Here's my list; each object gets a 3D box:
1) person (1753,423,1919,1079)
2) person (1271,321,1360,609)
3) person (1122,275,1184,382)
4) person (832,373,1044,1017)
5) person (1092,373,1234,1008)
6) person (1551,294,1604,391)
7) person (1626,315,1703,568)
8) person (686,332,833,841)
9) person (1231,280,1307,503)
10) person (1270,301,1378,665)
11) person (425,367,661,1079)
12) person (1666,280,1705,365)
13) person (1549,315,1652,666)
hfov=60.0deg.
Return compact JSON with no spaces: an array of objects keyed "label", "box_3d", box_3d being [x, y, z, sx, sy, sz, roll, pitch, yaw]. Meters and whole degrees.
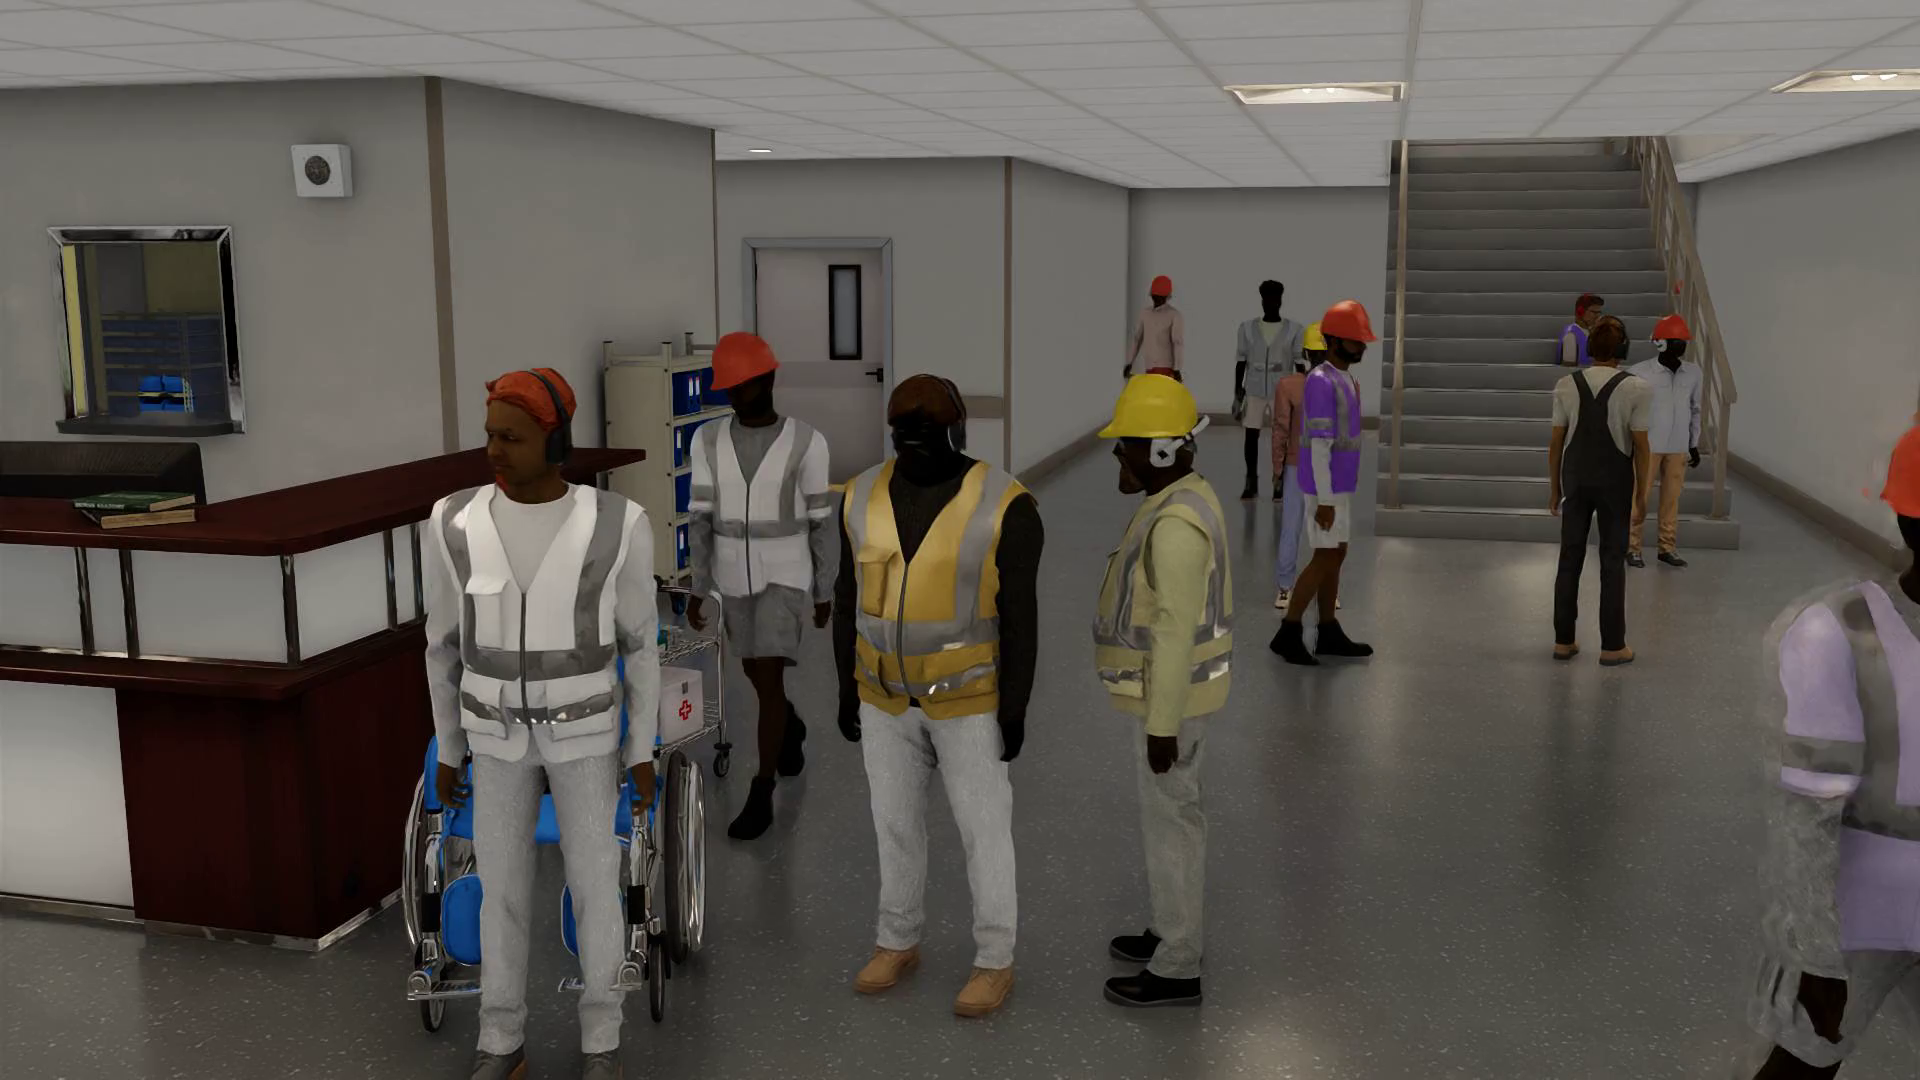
[{"label":"person","box_3d":[1.778,0.703,3.045,0.548,1.875,1.011,-1,10,-5]},{"label":"person","box_3d":[2.167,-0.446,10.151,0.533,1.767,0.324,0,10,3]},{"label":"person","box_3d":[2.065,-1.877,18.020,0.692,1.956,0.654,-5,11,-29]},{"label":"person","box_3d":[-0.083,0.441,4.752,0.625,1.832,0.431,4,11,24]},{"label":"person","box_3d":[0.585,0.432,4.825,0.403,1.824,0.598,1,10,8]},{"label":"person","box_3d":[5.387,-1.235,14.588,0.401,1.837,0.565,6,12,33]},{"label":"person","box_3d":[4.878,-0.679,11.544,0.572,1.753,0.325,-1,10,-7]},{"label":"person","box_3d":[-0.751,0.121,6.503,0.537,1.891,1.004,2,10,12]},{"label":"person","box_3d":[2.727,-1.294,14.607,0.723,1.952,0.402,3,10,18]},{"label":"person","box_3d":[1.940,-0.290,8.827,0.513,1.937,0.599,5,11,25]},{"label":"person","box_3d":[-1.040,0.511,4.167,0.576,1.883,0.362,0,10,2]},{"label":"person","box_3d":[6.655,-1.436,15.452,0.713,1.946,0.515,-4,10,-22]},{"label":"person","box_3d":[3.377,-0.260,8.808,0.507,1.845,0.339,7,12,37]}]
